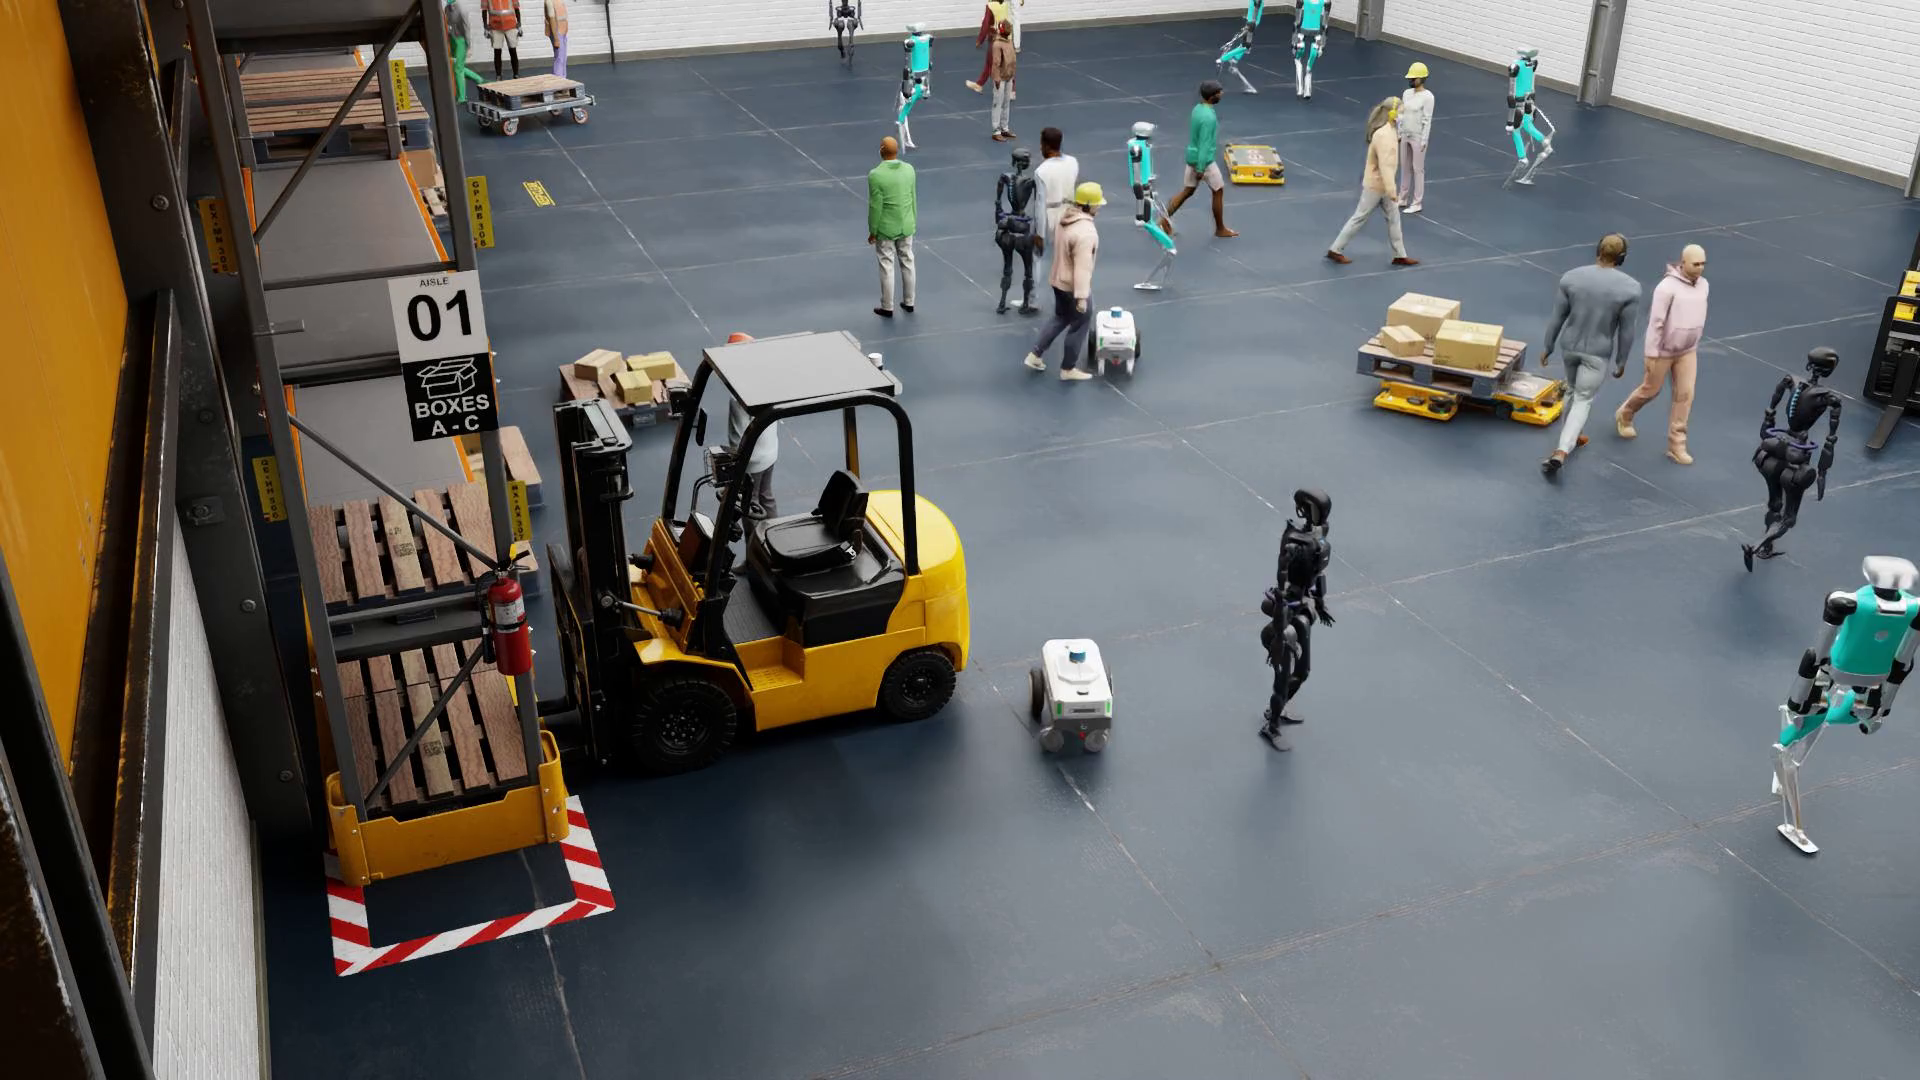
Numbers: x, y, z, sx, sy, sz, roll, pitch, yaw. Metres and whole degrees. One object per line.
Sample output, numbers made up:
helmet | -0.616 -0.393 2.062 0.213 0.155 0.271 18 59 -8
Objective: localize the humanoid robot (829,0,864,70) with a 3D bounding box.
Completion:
humanoid robot | -1.900 -8.777 27.907 0.589 1.638 0.689 0 27 0

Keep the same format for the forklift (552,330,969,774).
forklift | -1.094 0.010 9.831 2.313 2.155 1.214 -10 28 -20

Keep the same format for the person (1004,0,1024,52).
person | 0.858 -9.516 29.133 0.572 1.876 0.352 1 27 1

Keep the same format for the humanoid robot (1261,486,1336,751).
humanoid robot | 1.933 0.435 9.557 0.330 1.650 0.599 19 32 33

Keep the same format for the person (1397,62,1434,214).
person | 5.411 -4.813 19.903 0.330 1.760 0.526 -12 29 -23

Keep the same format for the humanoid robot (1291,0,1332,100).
humanoid robot | 5.350 -7.605 25.473 0.555 1.735 0.960 5 27 10

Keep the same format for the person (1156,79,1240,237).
person | 2.718 -4.306 18.843 0.951 1.805 0.498 -6 27 -12

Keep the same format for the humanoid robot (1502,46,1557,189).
humanoid robot | 7.148 -5.193 20.726 0.541 1.812 0.757 -22 34 -37

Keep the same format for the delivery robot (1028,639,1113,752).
delivery robot | 0.674 0.891 9.912 0.522 0.609 0.780 -2 27 -4

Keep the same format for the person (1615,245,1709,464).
person | 5.712 -1.546 13.398 0.533 1.746 0.817 -7 28 -14

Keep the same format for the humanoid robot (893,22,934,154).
humanoid robot | -0.732 -6.072 22.552 0.734 1.892 0.544 20 33 34

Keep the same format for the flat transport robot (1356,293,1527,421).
flat transport robot | 4.264 -1.421 14.813 0.659 0.231 1.431 16 31 29

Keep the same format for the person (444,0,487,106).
person | -7.575 -7.551 25.274 0.525 1.822 0.688 23 35 38

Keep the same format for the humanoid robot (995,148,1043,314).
humanoid robot | 0.552 -3.063 16.527 0.584 1.648 0.376 18 32 31

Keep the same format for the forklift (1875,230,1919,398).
forklift | 9.029 -2.397 14.618 1.214 2.155 2.313 18 32 32

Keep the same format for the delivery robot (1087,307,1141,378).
delivery robot | 1.434 -1.857 15.384 0.499 0.614 0.791 1 27 2

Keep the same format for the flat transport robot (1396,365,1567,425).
flat transport robot | 4.605 -1.343 14.659 1.431 0.231 0.659 20 33 34

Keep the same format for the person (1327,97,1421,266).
person | 4.514 -3.844 17.910 0.993 1.829 0.563 10 28 19

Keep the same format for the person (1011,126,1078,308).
person | 0.959 -3.137 16.433 0.592 1.880 0.900 -24 35 -39

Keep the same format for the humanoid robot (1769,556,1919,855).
humanoid robot | 4.619 0.746 8.899 0.550 1.752 0.924 2 27 3

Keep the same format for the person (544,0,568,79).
person | -6.221 -7.794 25.735 0.377 1.843 0.570 0 27 1

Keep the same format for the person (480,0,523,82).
person | -7.210 -8.103 26.218 0.611 1.962 0.361 -8 28 -15

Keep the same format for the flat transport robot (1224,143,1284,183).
flat transport robot | 3.844 -4.929 21.792 0.659 0.231 1.431 2 27 3

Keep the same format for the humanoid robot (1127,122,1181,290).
humanoid robot | 2.045 -3.333 17.095 0.707 1.885 0.532 6 27 11

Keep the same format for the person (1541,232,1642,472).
person | 4.928 -1.474 13.128 0.660 1.893 0.893 23 34 37

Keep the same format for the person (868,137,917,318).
person | -0.670 -3.089 16.448 0.538 1.784 0.388 -16 31 -28

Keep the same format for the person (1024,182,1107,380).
person | 0.962 -2.286 14.803 0.612 1.829 0.807 -8 28 -15

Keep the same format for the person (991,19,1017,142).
person | 0.595 -6.431 23.236 0.336 1.651 0.458 16 31 28

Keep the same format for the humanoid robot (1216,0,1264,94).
humanoid robot | 4.263 -7.790 25.887 0.950 1.761 0.544 5 27 9

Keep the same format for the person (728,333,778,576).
person | -1.452 -0.596 11.534 0.350 1.739 0.574 9 28 18

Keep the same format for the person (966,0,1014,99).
person | 0.471 -7.742 25.771 0.931 1.722 0.491 12 29 23

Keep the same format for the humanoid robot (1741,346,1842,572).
humanoid robot | 5.724 -0.567 11.574 0.623 1.638 0.609 -12 29 -23
